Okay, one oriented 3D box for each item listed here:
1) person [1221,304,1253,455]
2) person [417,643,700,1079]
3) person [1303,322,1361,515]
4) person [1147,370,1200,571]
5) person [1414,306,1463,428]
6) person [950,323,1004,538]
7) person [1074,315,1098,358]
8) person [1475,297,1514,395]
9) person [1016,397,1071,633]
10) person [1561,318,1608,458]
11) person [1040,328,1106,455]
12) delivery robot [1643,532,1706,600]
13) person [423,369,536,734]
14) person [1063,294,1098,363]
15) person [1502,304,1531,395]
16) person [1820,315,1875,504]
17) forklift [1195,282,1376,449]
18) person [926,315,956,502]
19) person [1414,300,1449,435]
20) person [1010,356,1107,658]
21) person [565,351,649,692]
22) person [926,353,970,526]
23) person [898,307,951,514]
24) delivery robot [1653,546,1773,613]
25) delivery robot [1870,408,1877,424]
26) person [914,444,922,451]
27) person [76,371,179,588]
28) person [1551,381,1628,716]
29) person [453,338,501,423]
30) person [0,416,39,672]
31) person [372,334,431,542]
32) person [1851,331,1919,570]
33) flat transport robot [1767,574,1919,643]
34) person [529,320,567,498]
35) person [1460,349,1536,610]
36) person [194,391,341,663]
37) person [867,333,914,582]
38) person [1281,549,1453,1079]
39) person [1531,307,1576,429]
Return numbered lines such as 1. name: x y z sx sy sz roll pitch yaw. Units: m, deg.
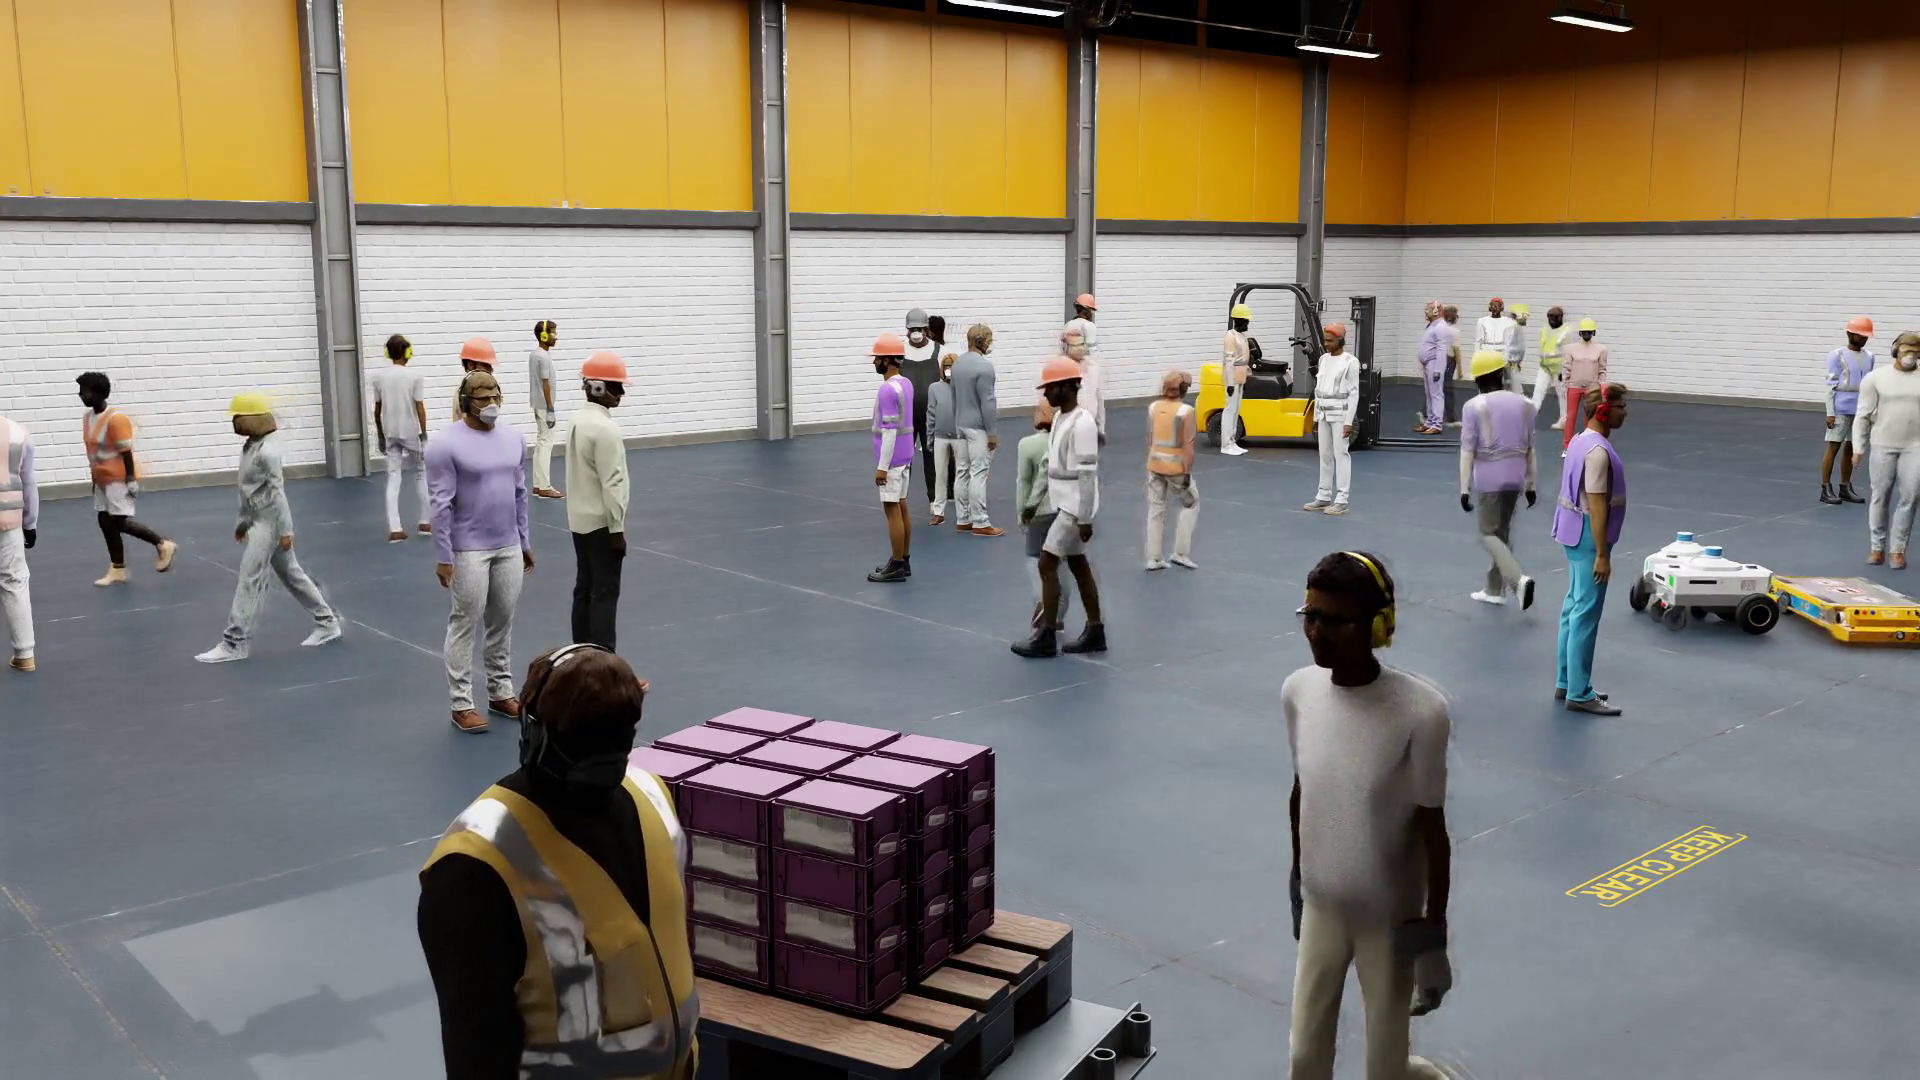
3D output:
1. person: 3.545 -2.050 21.276 0.388 1.926 0.590 5 11 25
2. person: -0.702 1.093 3.133 0.430 1.841 0.624 4 11 24
3. person: 3.680 -1.197 16.401 0.352 1.886 0.574 -5 11 -27
4. person: 1.711 -0.552 13.404 0.466 1.624 0.533 -9 13 -42
5. person: 7.073 -2.527 24.401 0.858 1.815 0.511 -3 10 -17
6. person: 0.143 -0.989 15.046 0.371 1.935 0.627 -6 11 -29
7. person: 1.725 -2.395 23.961 0.535 1.699 0.318 5 11 29
8. person: 8.429 -2.883 26.277 0.584 1.882 0.349 3 10 18
9. person: 0.623 -0.170 11.180 0.500 1.623 0.380 -1 10 -7
10. person: 7.822 -1.899 20.861 0.525 1.769 0.313 3 10 16
11. person: 1.009 -1.007 15.311 0.659 1.883 0.715 -7 12 -34
12. delivery robot: 5.180 0.186 11.918 0.477 0.478 0.707 8 13 40
13. person: -2.559 0.051 8.938 0.354 1.937 0.635 7 12 35
14. person: 1.640 -2.252 22.149 0.389 2.034 0.605 -7 12 -36
15. person: 8.711 -2.843 26.370 0.874 1.787 0.600 4 10 20
16. person: 9.115 -1.329 17.033 0.543 1.934 0.362 -3 10 -16
17. forklift: 4.328 -2.346 22.227 2.313 2.155 1.214 3 10 16
18. person: -0.181 -1.342 17.111 0.481 1.928 0.637 1 10 5
19. person: 6.721 -2.453 23.694 0.400 1.910 0.643 1 10 3
20. person: 0.591 -0.205 10.548 0.800 1.896 0.552 -1 10 -8
21. person: -2.073 -0.095 9.651 0.400 1.987 0.612 -6 12 -33
22. person: -0.080 -0.937 15.618 0.497 1.633 0.285 2 10 14
23. person: -0.407 -1.256 16.293 0.689 2.000 0.537 0 10 0
24. delivery robot: 5.120 0.286 11.334 0.707 0.478 0.477 0 10 3
25. delivery robot: 13.122 -1.870 23.959 0.477 0.478 0.707 0 10 0
26. person: -0.551 -1.978 21.689 0.514 1.642 0.310 7 12 37
27. person: -6.433 -0.477 12.787 0.548 1.671 0.543 7 12 37
28. person: 3.513 0.036 9.288 0.390 1.849 0.565 2 10 10
29. person: -3.589 -0.541 12.432 0.377 1.928 0.551 -3 10 -17
30. person: -5.899 -0.079 10.027 0.430 1.837 0.632 9 13 42
31. person: -4.970 -0.922 14.963 0.559 1.830 0.823 1 10 6
32. person: 7.626 -0.728 13.532 0.667 1.919 0.533 4 10 21
33. flat transport robot: 6.128 0.456 11.441 0.652 0.197 1.431 1 10 4
34. person: -4.357 -1.369 17.481 0.311 1.861 0.533 -5 11 -26
35. person: 3.865 -0.412 11.823 0.638 1.883 0.760 -3 10 -16
36. person: -4.411 -0.106 10.574 0.912 1.697 0.503 -7 12 -34
37. person: -0.547 -0.637 12.970 0.359 1.938 0.547 2 10 12
38. person: 1.066 0.914 4.179 0.715 1.841 0.530 -9 13 -42
39. person: 8.585 -2.479 24.194 0.979 1.784 0.637 -6 11 -32
